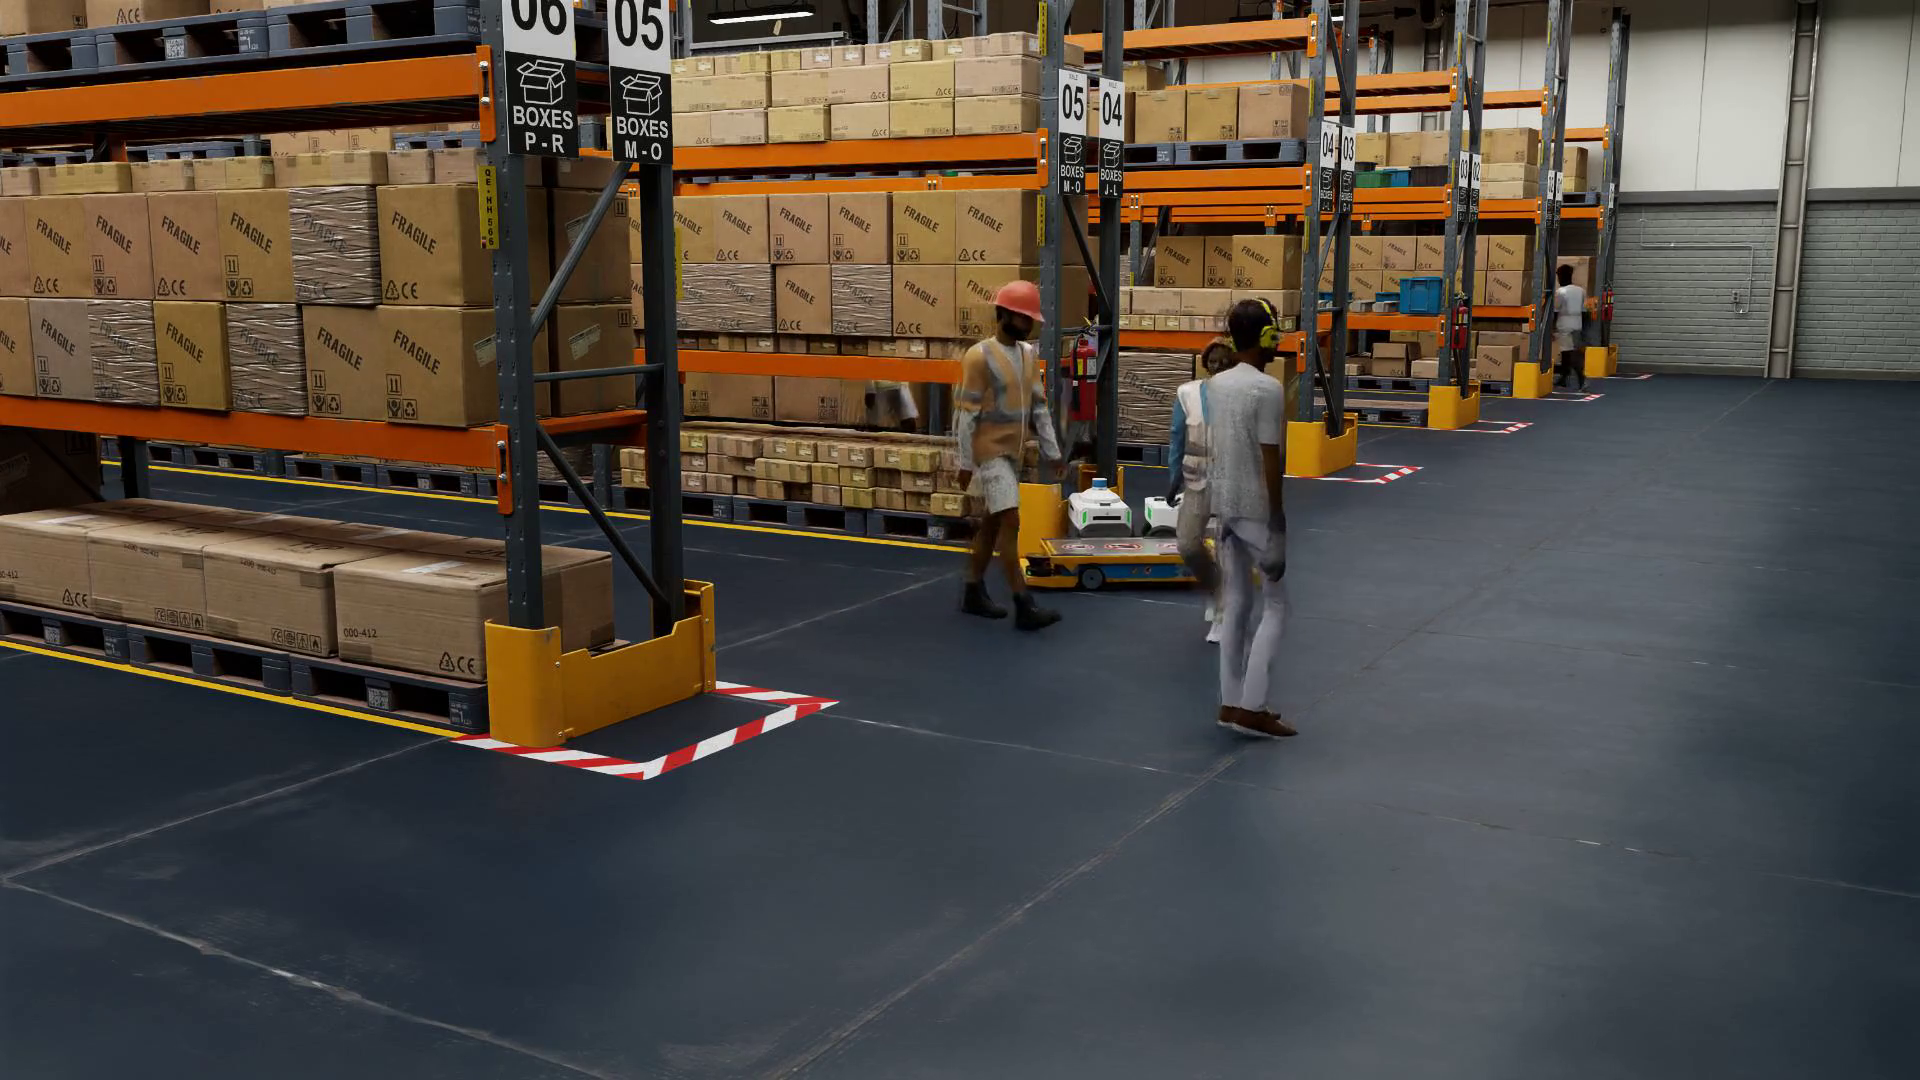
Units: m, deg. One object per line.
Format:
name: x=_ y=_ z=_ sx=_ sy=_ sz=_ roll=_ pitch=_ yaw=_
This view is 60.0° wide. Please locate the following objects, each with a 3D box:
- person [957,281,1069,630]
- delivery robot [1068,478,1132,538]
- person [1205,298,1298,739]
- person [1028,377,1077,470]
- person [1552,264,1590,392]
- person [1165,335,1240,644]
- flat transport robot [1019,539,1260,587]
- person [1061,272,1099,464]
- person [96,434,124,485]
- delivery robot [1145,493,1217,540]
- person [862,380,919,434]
person: x=0.322 y=-0.458 z=9.109 sx=0.875 sy=1.885 sz=0.546 roll=7 pitch=12 yaw=35
delivery robot: x=0.924 y=-0.169 z=11.043 sx=0.477 sy=0.478 sz=0.707 roll=-1 pitch=10 yaw=-3
person: x=1.259 y=-0.087 z=7.072 sx=0.382 sy=1.850 sz=0.555 roll=-4 pitch=11 yaw=-24
person: x=0.776 y=-1.498 z=15.040 sx=0.634 sy=1.956 sz=0.658 roll=6 pitch=12 yaw=33
person: x=9.238 y=-3.197 z=25.087 sx=0.638 sy=1.920 sz=0.924 roll=-5 pitch=11 yaw=-26
person: x=1.381 y=-0.273 z=8.794 sx=0.532 sy=1.617 sz=0.444 roll=6 pitch=12 yaw=33
flat transport robot: x=1.100 y=0.131 z=10.393 sx=1.431 sy=0.197 sz=0.652 roll=-1 pitch=10 yaw=-3
person: x=0.902 y=-1.110 z=12.871 sx=0.743 sy=1.914 sz=0.543 roll=6 pitch=11 yaw=30
person: x=-7.659 y=-1.453 z=14.788 sx=0.542 sy=1.939 sz=0.368 roll=-8 pitch=12 yaw=-38
delivery robot: x=1.579 y=-0.161 z=10.994 sx=0.707 sy=0.478 sz=0.477 roll=1 pitch=10 yaw=5
person: x=-0.663 y=-1.341 z=13.956 sx=0.994 sy=2.008 sz=0.621 roll=7 pitch=12 yaw=37
